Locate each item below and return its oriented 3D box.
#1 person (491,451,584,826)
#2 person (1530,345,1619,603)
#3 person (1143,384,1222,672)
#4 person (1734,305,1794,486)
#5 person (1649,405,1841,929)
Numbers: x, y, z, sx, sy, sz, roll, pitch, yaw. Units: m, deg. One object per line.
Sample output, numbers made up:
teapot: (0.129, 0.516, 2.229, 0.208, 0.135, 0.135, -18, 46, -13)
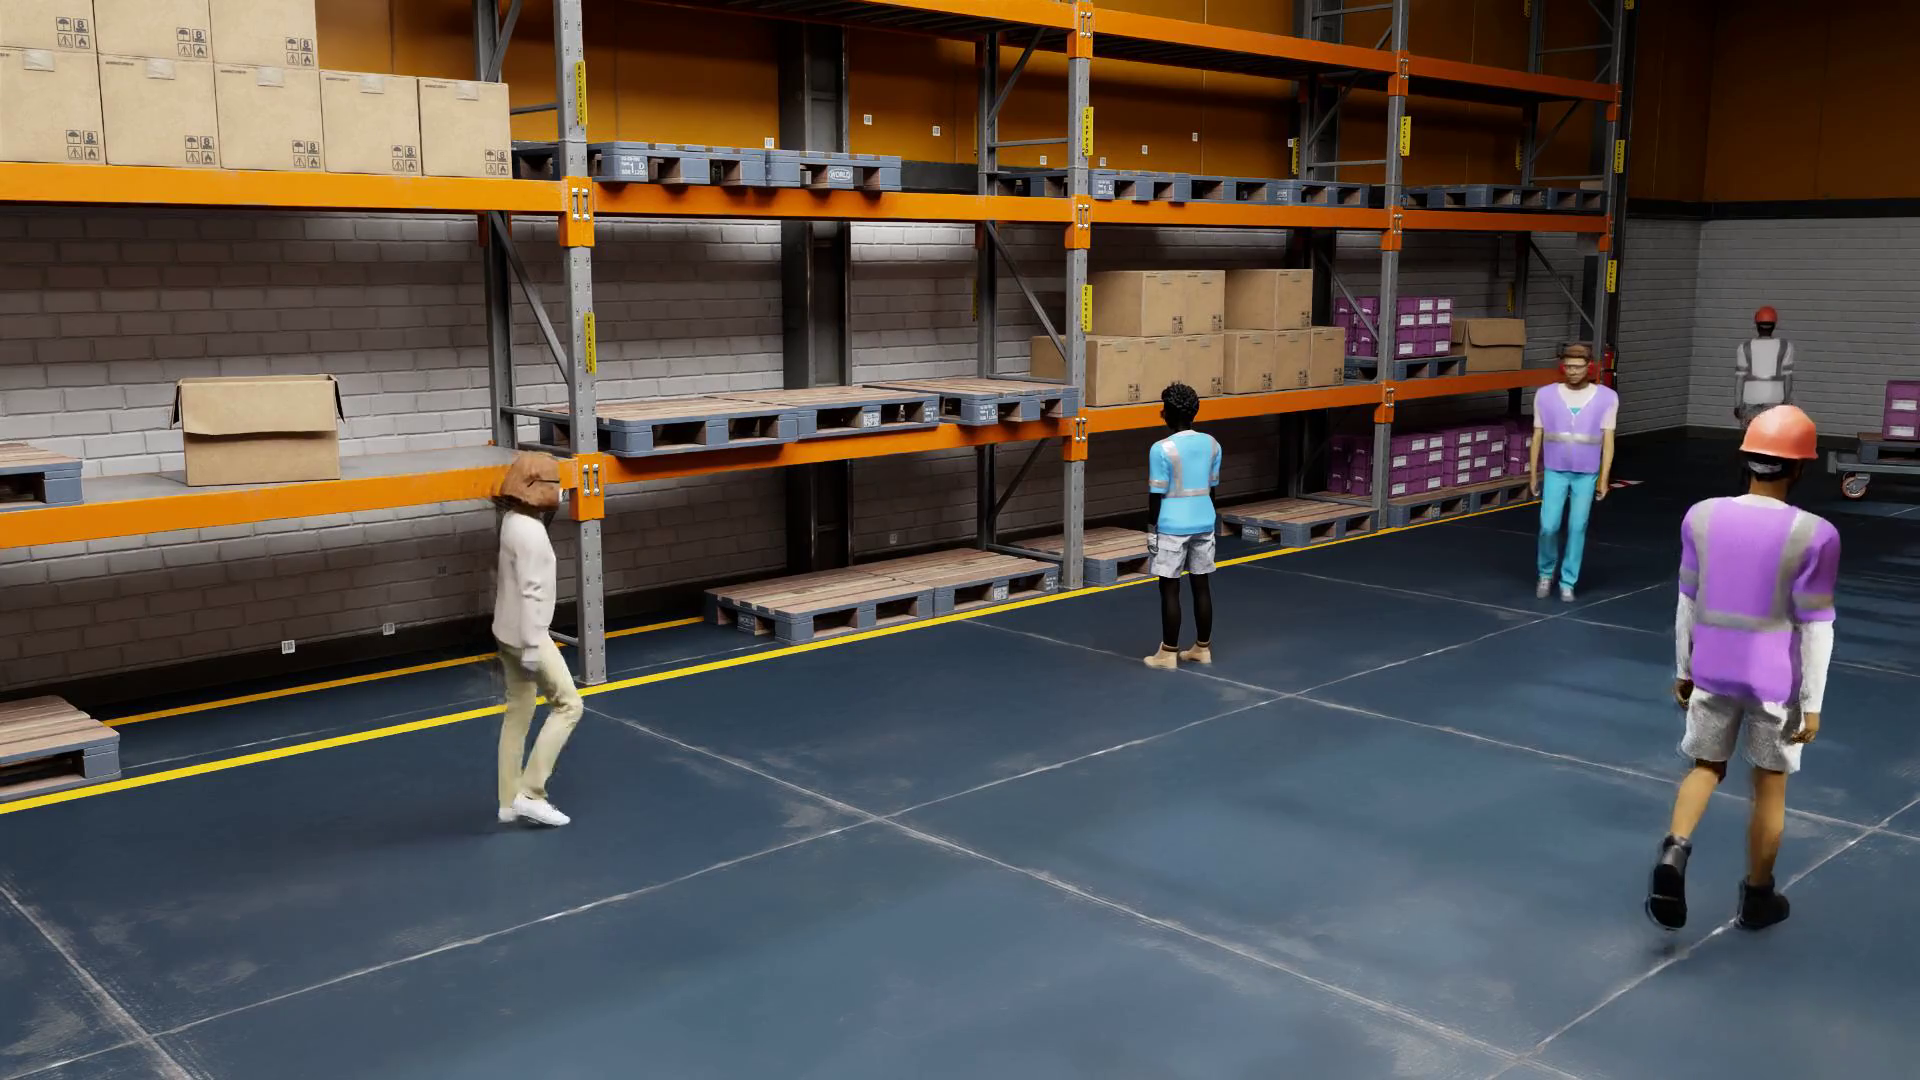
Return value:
person: (-1.822, 0.428, 7.087, 0.404, 1.617, 0.498, -5, 11, -27)
person: (4.280, -0.454, 11.648, 0.558, 1.822, 0.469, 4, 10, 21)
person: (1.303, -0.066, 9.753, 0.534, 1.694, 0.320, -7, 12, -34)
person: (8.387, -1.477, 17.389, 0.550, 1.947, 0.572, 5, 11, 27)
person: (2.759, 0.484, 5.874, 0.676, 1.921, 0.552, -9, 13, -42)
